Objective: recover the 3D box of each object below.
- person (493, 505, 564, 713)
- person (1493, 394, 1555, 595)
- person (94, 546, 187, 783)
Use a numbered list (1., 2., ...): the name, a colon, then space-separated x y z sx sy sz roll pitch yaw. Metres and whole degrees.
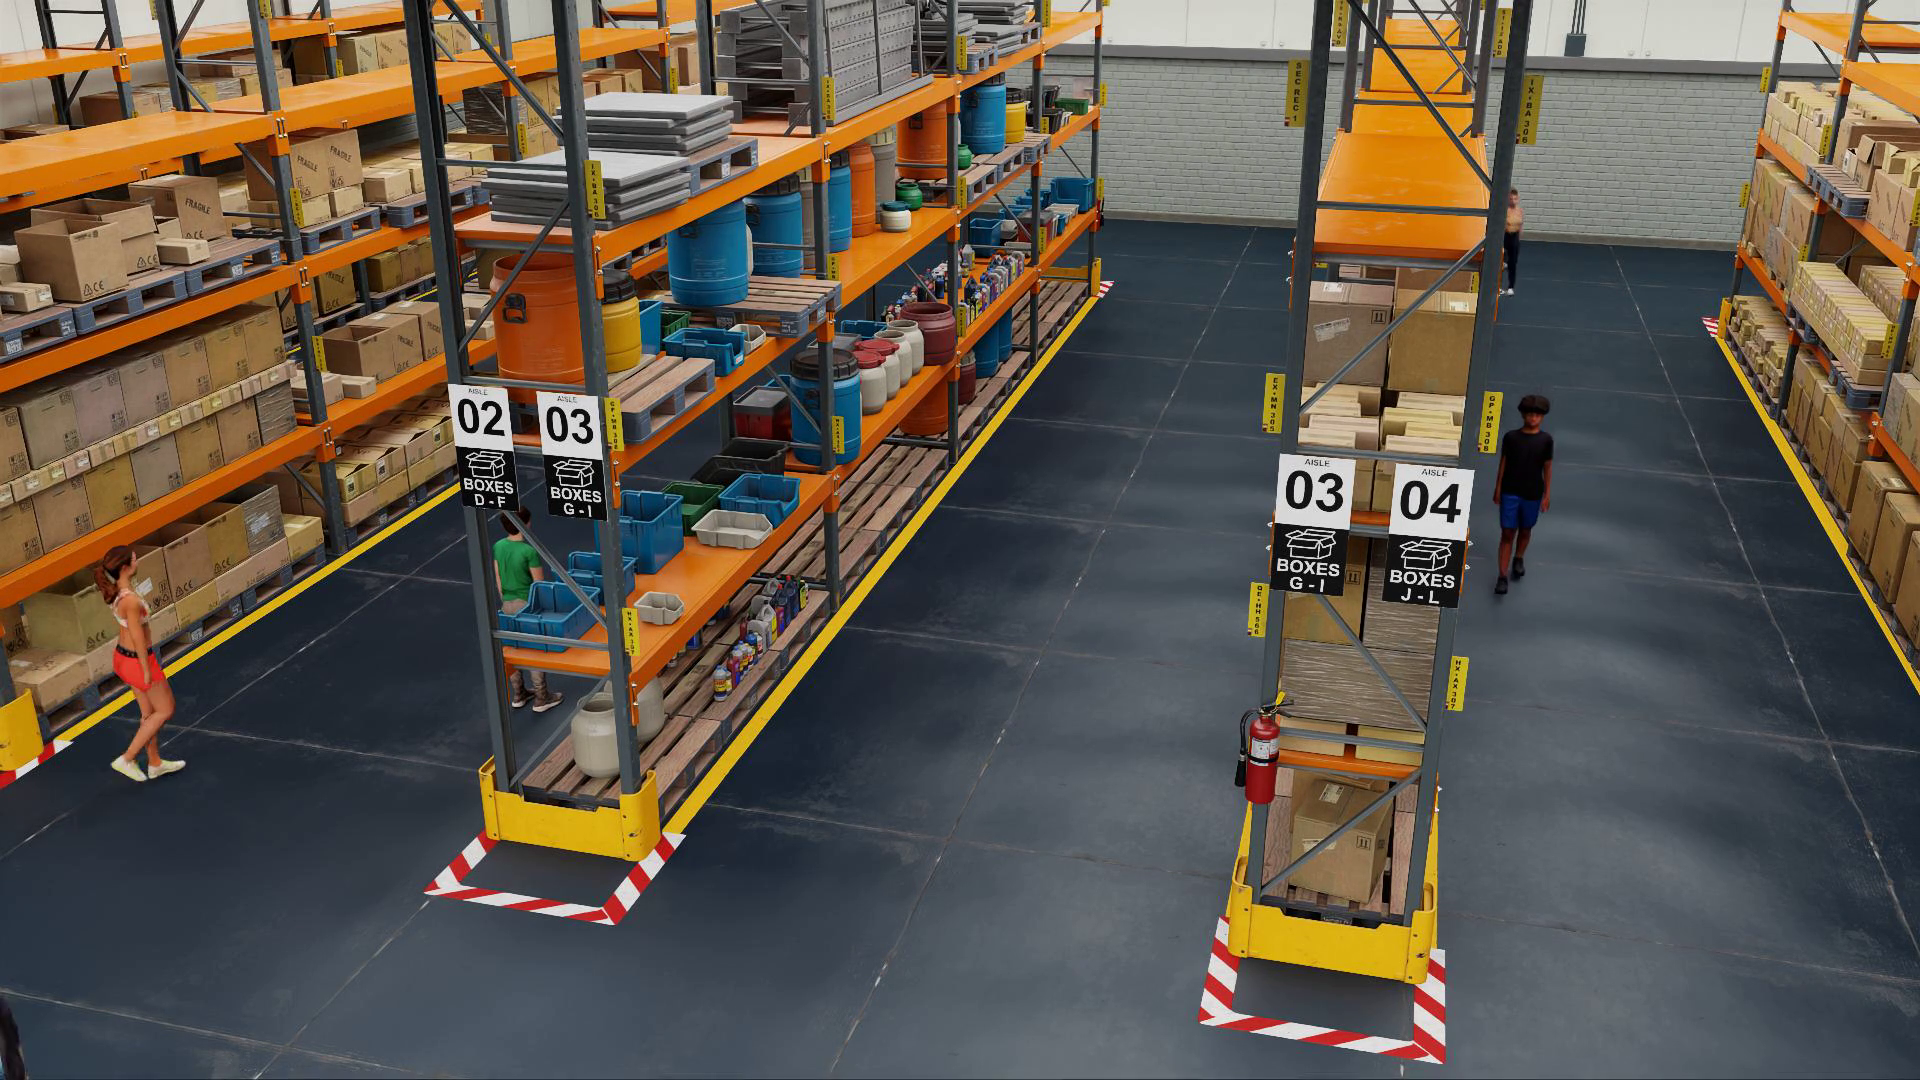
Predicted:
1. person: -3.340 0.512 12.701 0.619 1.651 0.562 9 24 21
2. person: 5.047 -0.447 14.900 0.642 1.760 1.050 7 23 16
3. person: -5.802 0.908 11.567 0.752 1.776 0.849 19 29 38
